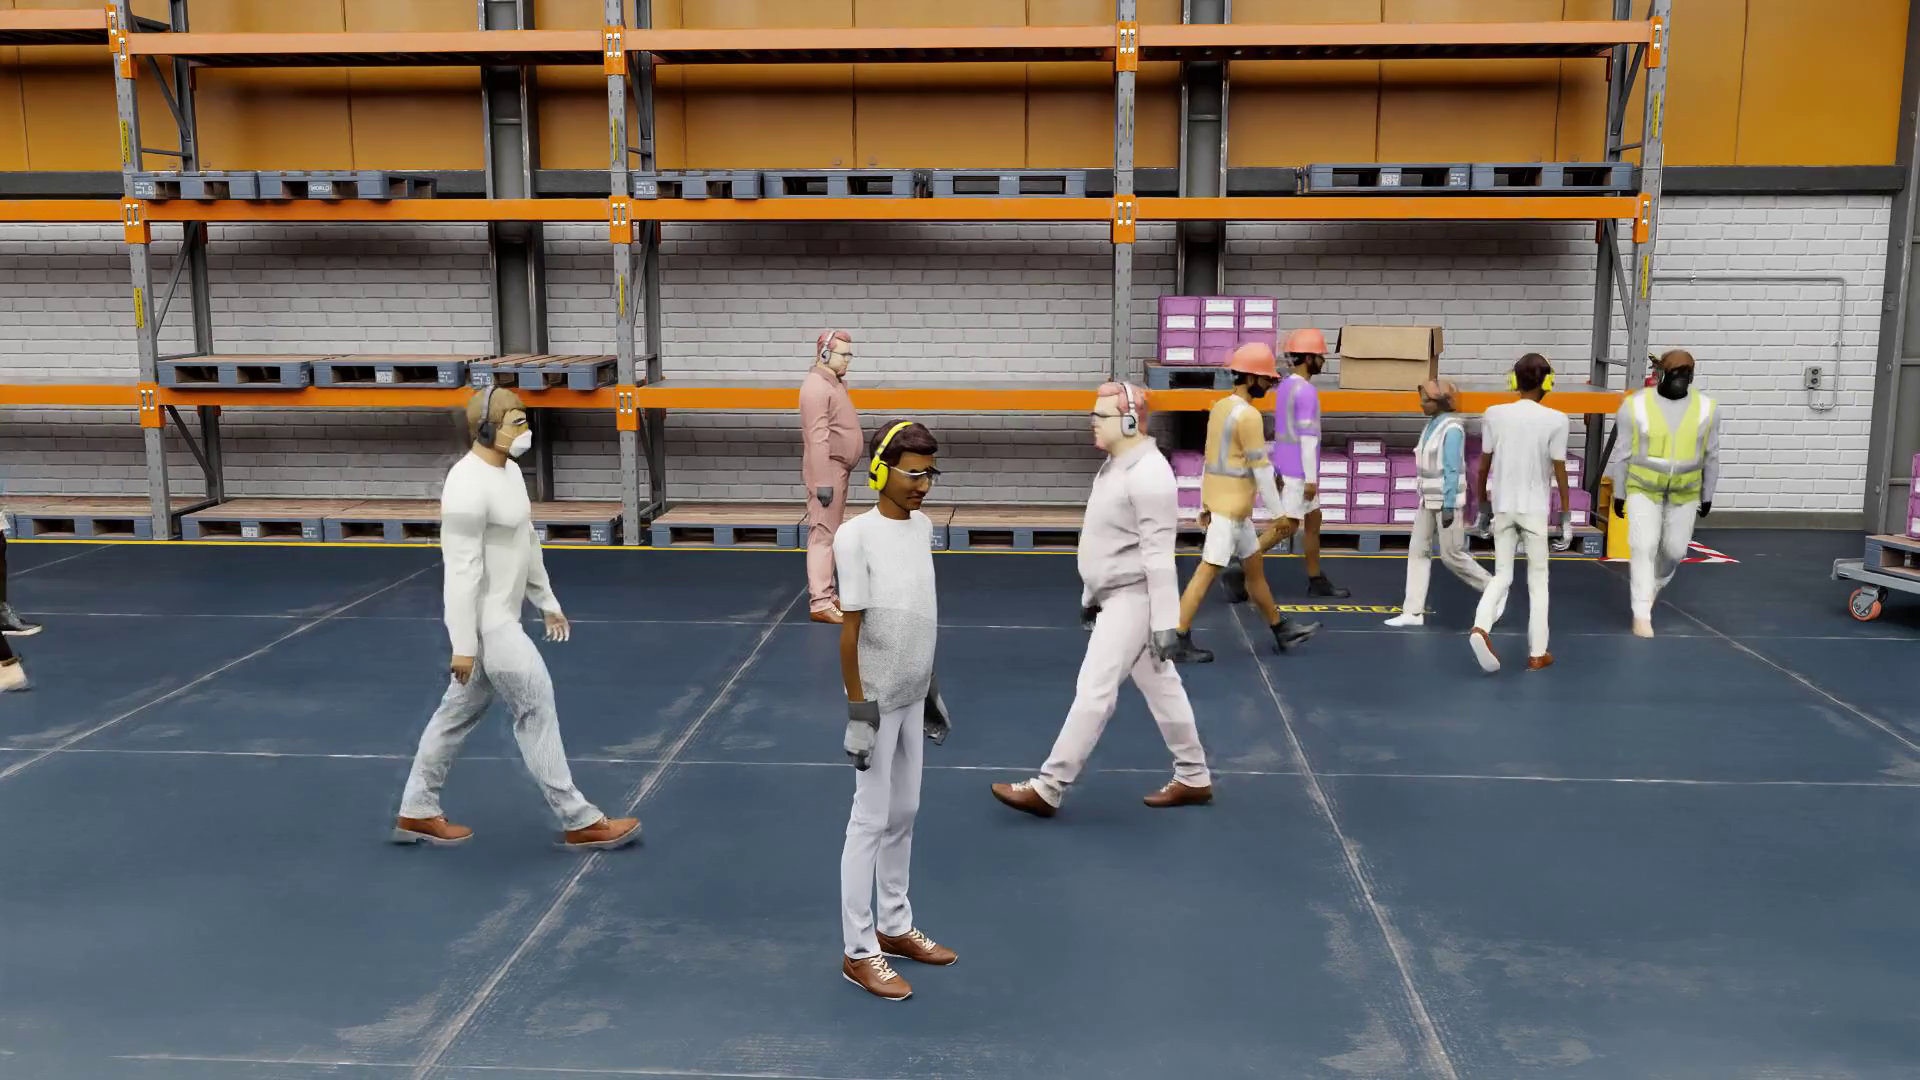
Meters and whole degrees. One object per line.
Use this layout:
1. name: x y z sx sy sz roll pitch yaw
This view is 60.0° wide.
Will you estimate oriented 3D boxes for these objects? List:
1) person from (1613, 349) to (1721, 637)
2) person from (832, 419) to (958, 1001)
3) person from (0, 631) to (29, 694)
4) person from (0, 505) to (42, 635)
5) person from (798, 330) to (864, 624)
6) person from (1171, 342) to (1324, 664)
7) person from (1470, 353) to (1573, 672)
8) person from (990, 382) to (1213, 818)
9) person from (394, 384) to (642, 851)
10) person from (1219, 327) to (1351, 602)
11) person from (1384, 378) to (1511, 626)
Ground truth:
1. person: 4.481 -0.324 10.631 0.626 1.820 0.719 2 10 12
2. person: -0.203 0.535 5.430 0.328 1.865 0.521 6 11 30
3. person: -5.509 0.042 8.939 0.857 1.652 0.540 -3 10 -17
4. person: -6.278 -0.338 10.329 0.846 1.936 0.615 0 10 0
5. person: -0.831 -0.414 10.876 0.406 1.902 0.636 1 10 3
6. person: 1.664 -0.202 9.673 1.036 1.877 0.548 -1 10 -5
7. person: 3.174 -0.140 9.467 0.580 1.844 0.681 9 13 41
8. person: 0.642 0.262 7.040 1.011 1.853 0.669 -1 10 -6
9. person: -1.831 0.324 6.612 1.014 1.885 0.646 -1 10 -5
10. person: 2.240 -0.504 11.414 0.914 1.907 0.552 -1 10 -5
11. person: 3.146 -0.227 10.618 0.734 1.610 0.551 -1 10 -6
